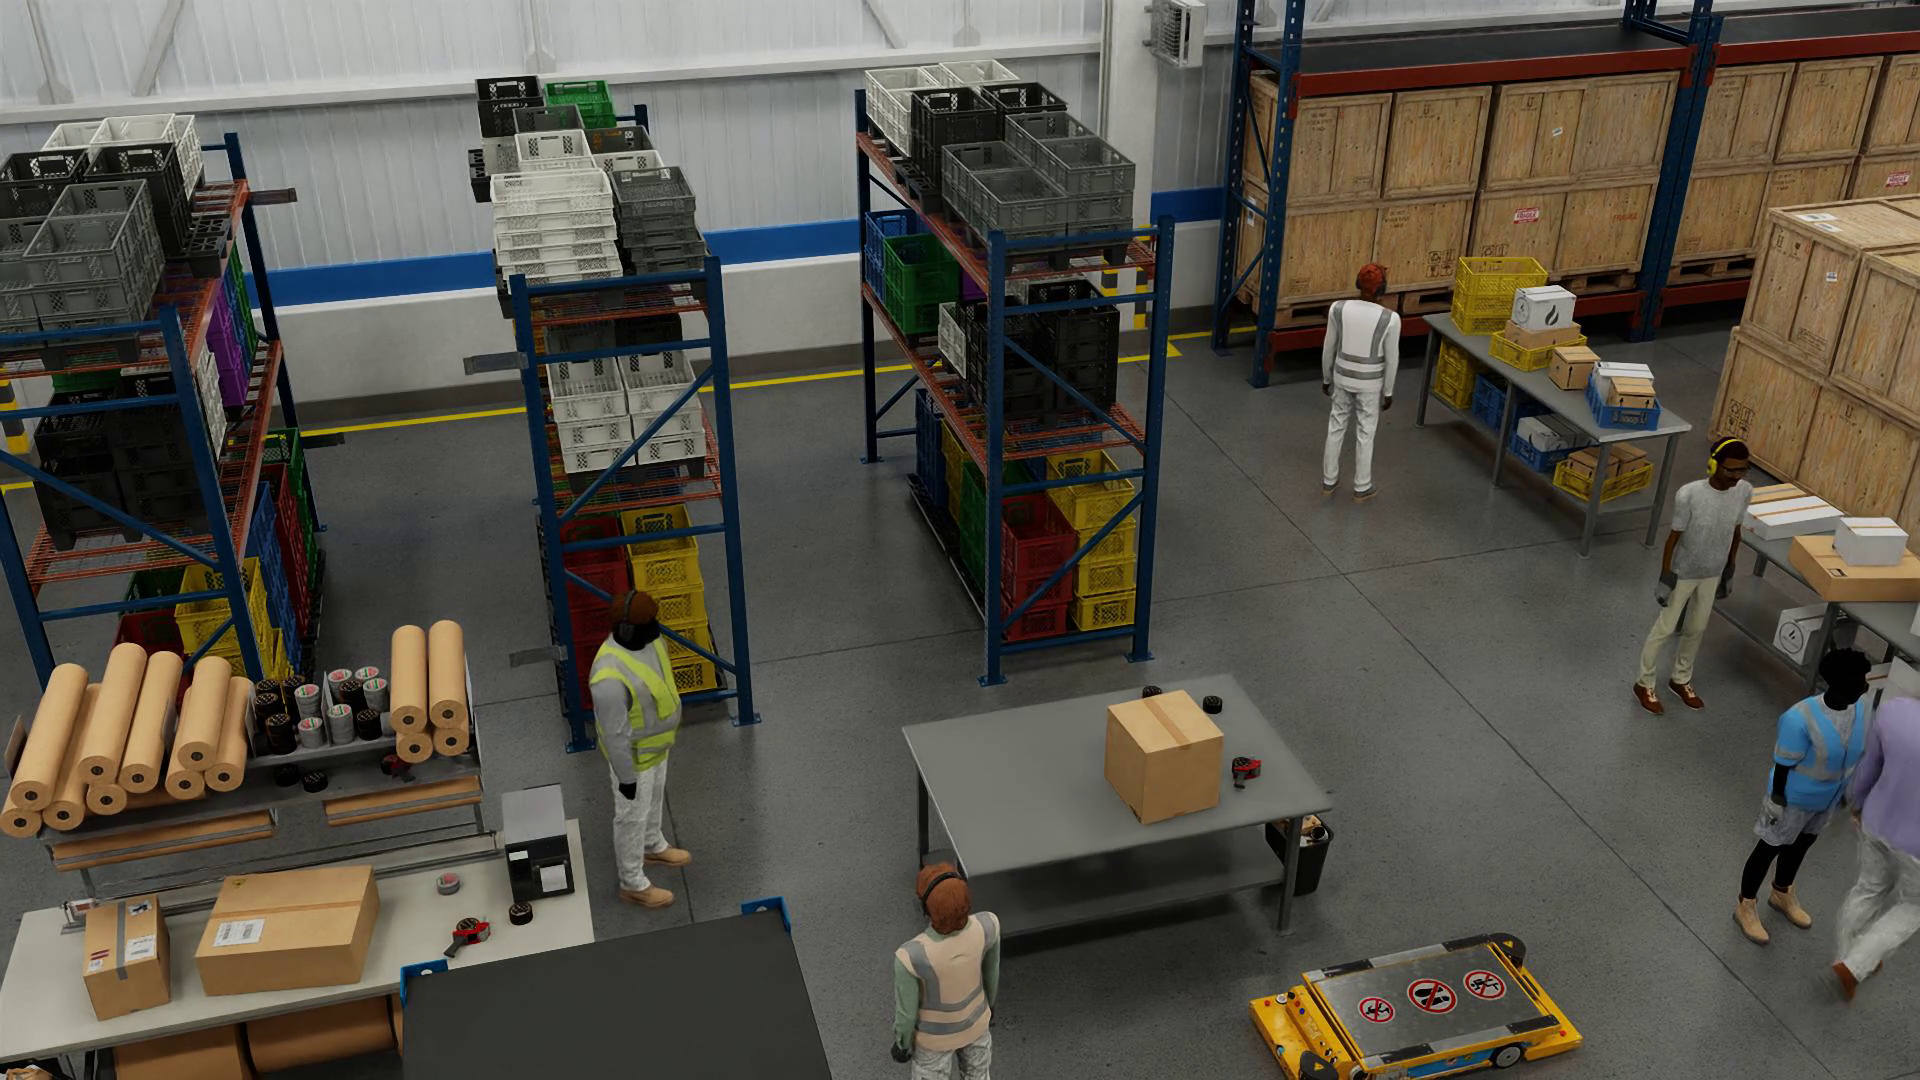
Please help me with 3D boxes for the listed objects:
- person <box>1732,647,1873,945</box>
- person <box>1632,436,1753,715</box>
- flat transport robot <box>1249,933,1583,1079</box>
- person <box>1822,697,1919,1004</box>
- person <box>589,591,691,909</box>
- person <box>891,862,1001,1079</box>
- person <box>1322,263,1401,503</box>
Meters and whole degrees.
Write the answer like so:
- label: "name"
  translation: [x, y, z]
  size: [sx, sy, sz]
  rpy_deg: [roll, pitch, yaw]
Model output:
- label: "person"
  translation: [4.258, 1.269, 8.354]
  size: [0.537, 1.696, 0.317]
  rpy_deg: [-11, 31, -19]
- label: "person"
  translation: [4.477, 0.212, 10.111]
  size: [0.515, 1.861, 0.316]
  rpy_deg: [-5, 29, -10]
- label: "flat transport robot"
  translation: [2.184, 2.282, 7.980]
  size: [1.431, 0.197, 0.652]
  rpy_deg: [-8, 30, -14]
- label: "person"
  translation: [4.458, 1.409, 7.881]
  size: [0.503, 1.911, 0.661]
  rpy_deg: [-14, 32, -23]
- label: "person"
  translation: [-1.640, 1.061, 8.599]
  size: [0.431, 1.835, 0.622]
  rpy_deg: [4, 29, 8]
- label: "person"
  translation: [-0.054, 2.046, 6.996]
  size: [0.514, 1.642, 0.310]
  rpy_deg: [-17, 33, -29]
- label: "person"
  translation: [3.024, -1.192, 12.642]
  size: [0.575, 1.881, 0.356]
  rpy_deg: [18, 33, 29]
